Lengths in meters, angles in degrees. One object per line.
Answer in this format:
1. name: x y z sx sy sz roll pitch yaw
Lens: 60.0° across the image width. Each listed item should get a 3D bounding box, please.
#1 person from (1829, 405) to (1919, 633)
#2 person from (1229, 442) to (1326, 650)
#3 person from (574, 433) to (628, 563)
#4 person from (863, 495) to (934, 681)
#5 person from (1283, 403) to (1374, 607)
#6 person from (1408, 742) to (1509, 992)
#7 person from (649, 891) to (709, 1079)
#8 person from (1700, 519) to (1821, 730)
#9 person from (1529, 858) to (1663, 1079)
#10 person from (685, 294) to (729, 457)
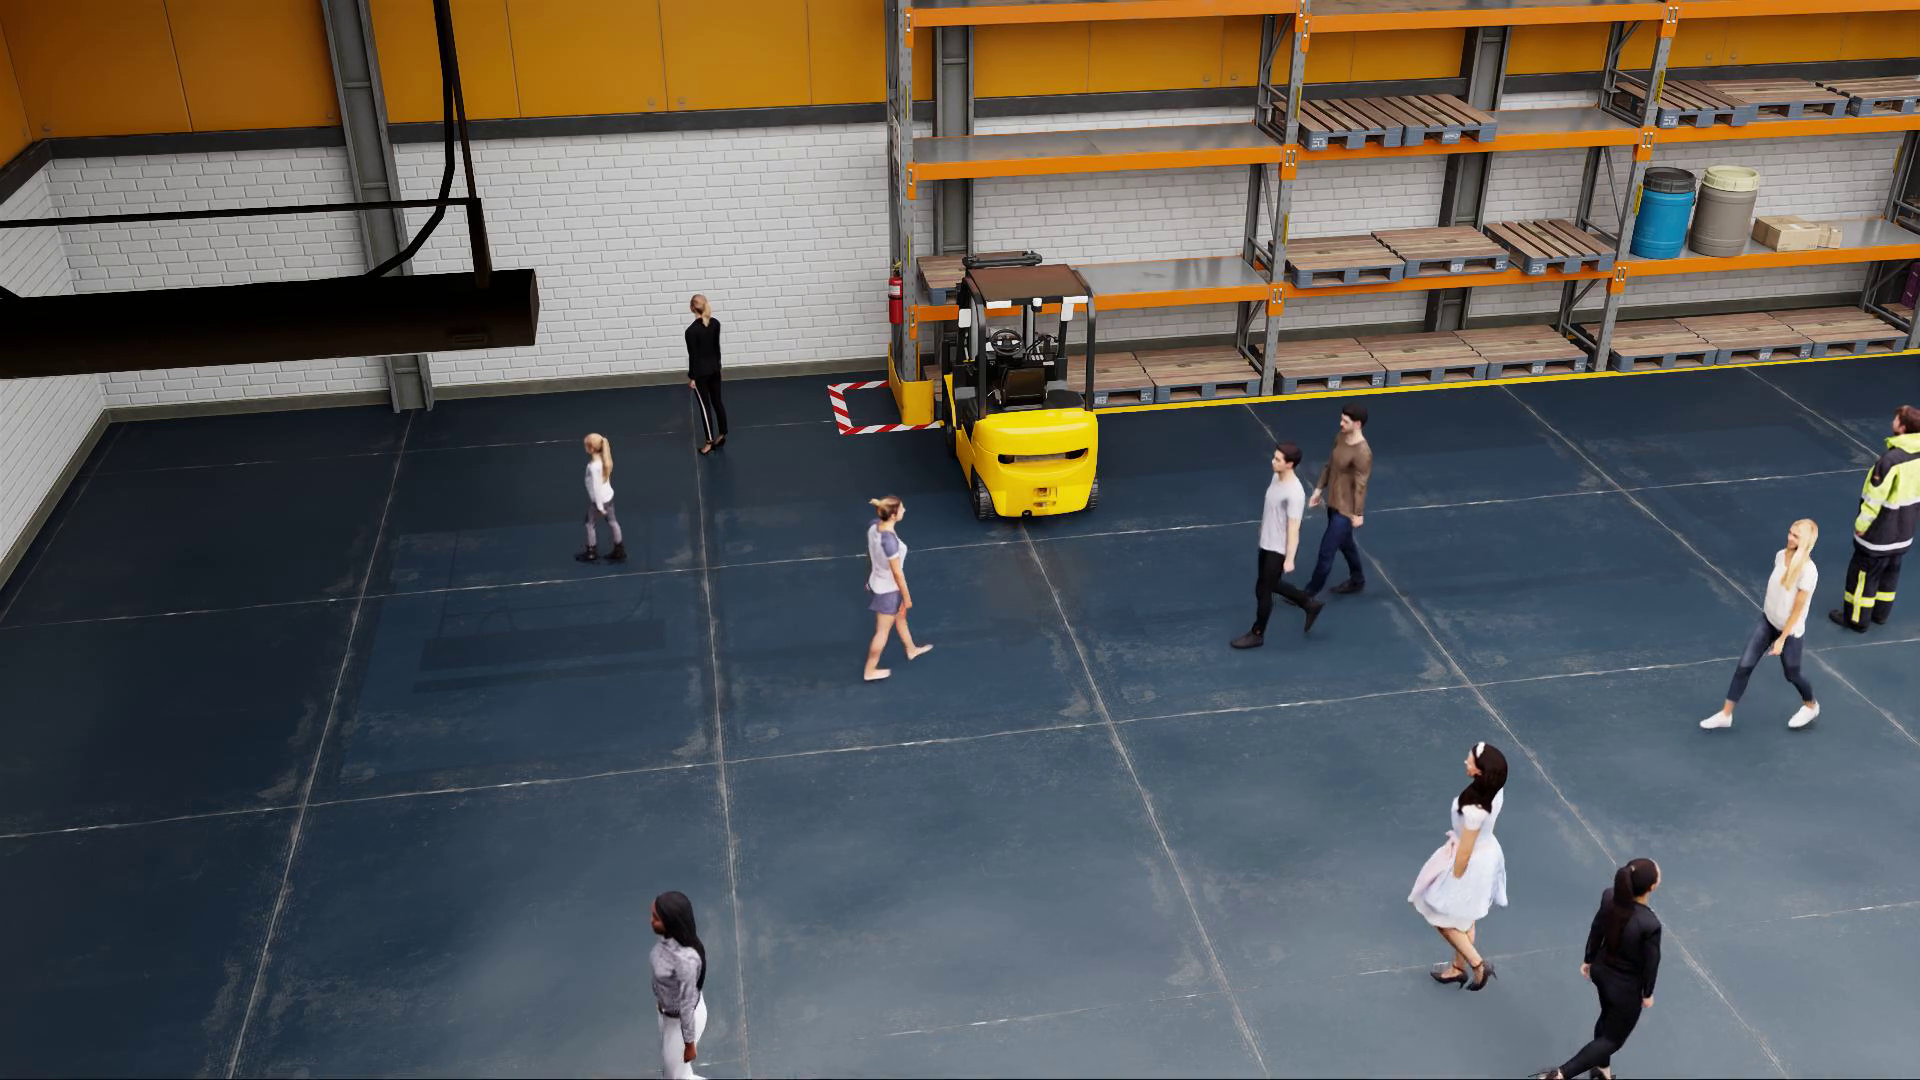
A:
1. person: 7.702 -0.176 13.796 0.728 1.976 0.912 -15 32 -26
2. person: 2.663 0.058 13.506 1.041 1.842 0.705 -4 29 -8
3. person: -3.148 -0.365 14.886 0.760 1.265 0.639 7 29 13
4. person: -0.653 0.402 13.136 0.925 1.593 0.687 -11 30 -19
5. person: 3.317 -0.304 14.158 1.019 1.855 0.670 -6 29 -11
6. person: 3.120 2.023 9.939 0.984 1.810 0.928 20 34 32
7. person: -1.428 2.586 9.009 0.787 1.712 0.687 -11 30 -19
8. person: 6.239 0.677 12.446 1.165 1.772 0.639 -6 29 -11
9. person: 3.585 2.488 9.206 0.974 1.695 0.689 -11 31 -20
10. person: -2.561 -1.671 16.818 0.750 1.706 0.673 22 35 34
